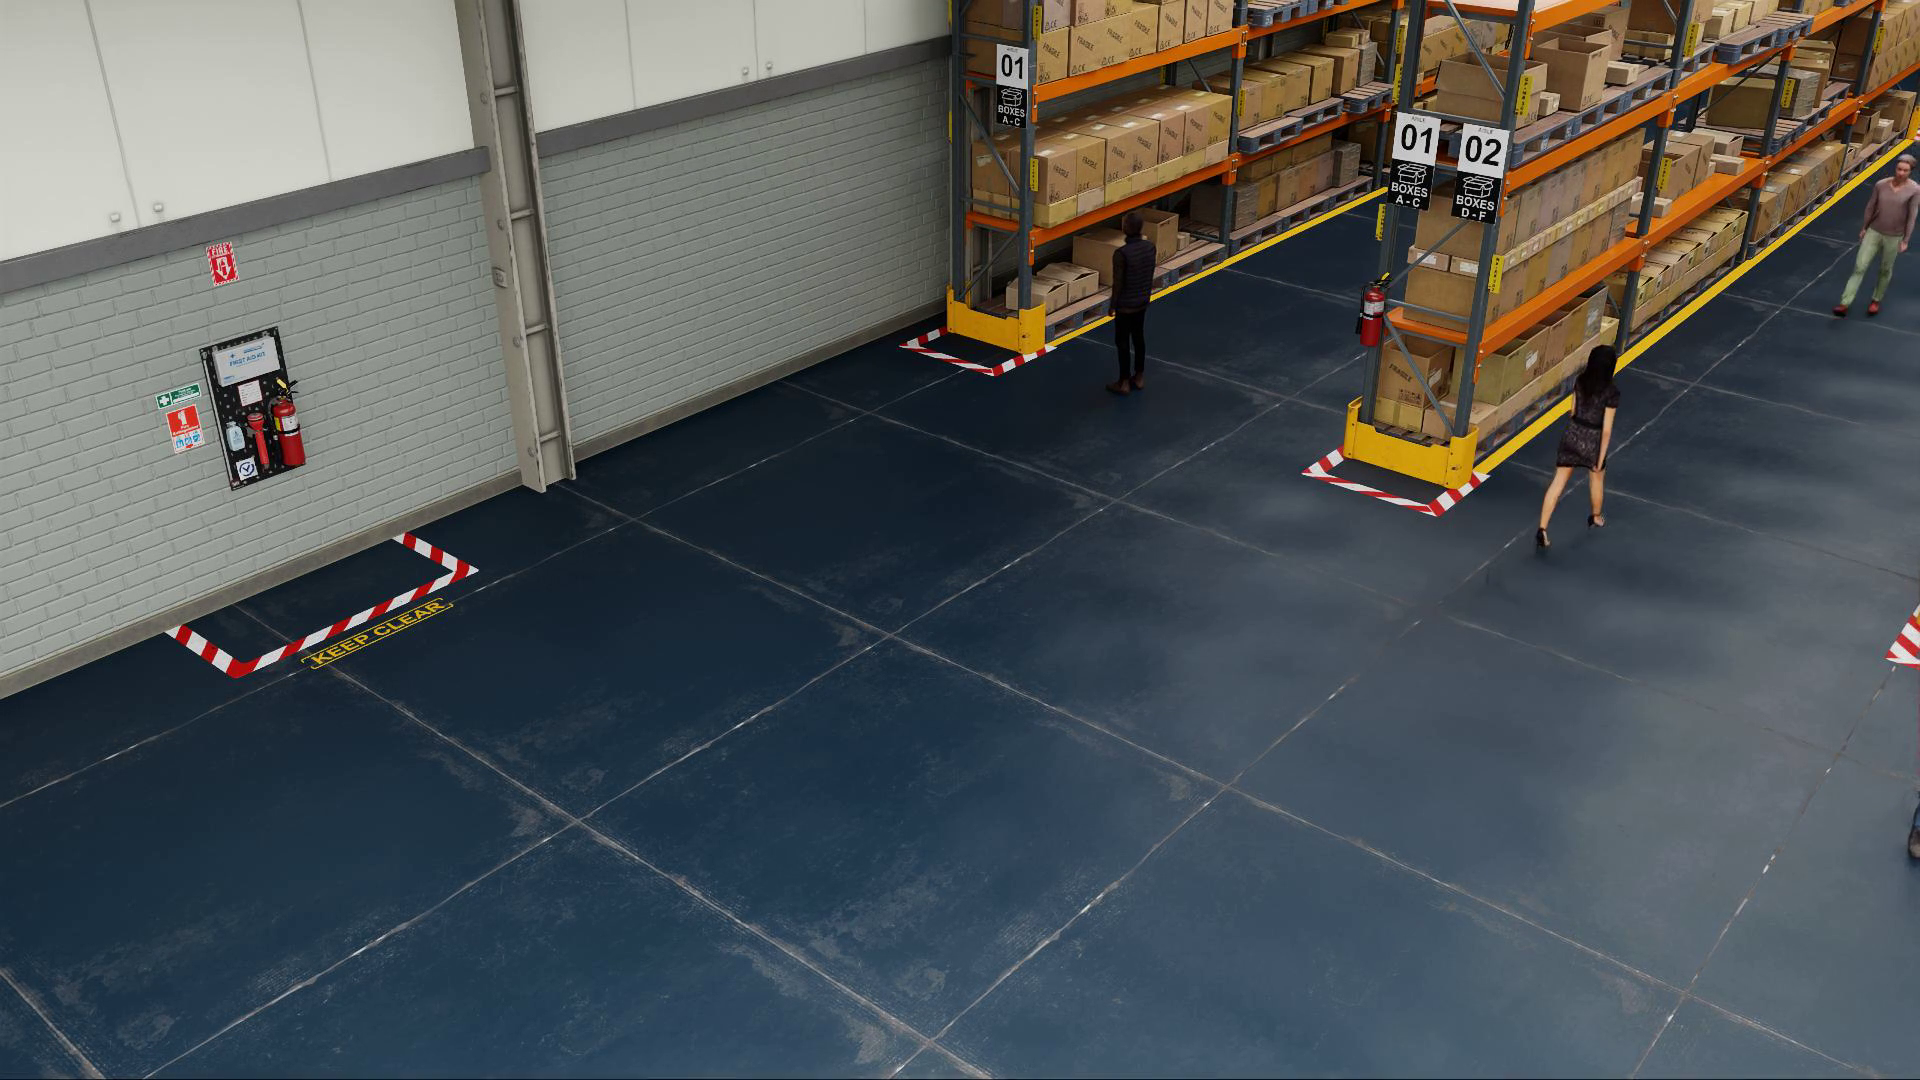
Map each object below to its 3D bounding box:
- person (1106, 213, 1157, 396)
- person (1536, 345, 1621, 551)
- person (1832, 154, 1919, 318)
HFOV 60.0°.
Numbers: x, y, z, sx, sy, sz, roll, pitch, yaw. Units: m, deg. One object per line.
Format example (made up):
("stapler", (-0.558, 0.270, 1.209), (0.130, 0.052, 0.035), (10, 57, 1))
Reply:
("person", (1.700, -2.361, 16.552), (0.567, 1.837, 0.804), (-21, 35, -34))
("person", (5.009, -0.710, 13.556), (1.145, 1.738, 0.725), (-22, 35, -35))
("person", (10.287, -3.369, 18.456), (0.690, 1.826, 1.161), (22, 35, 35))
